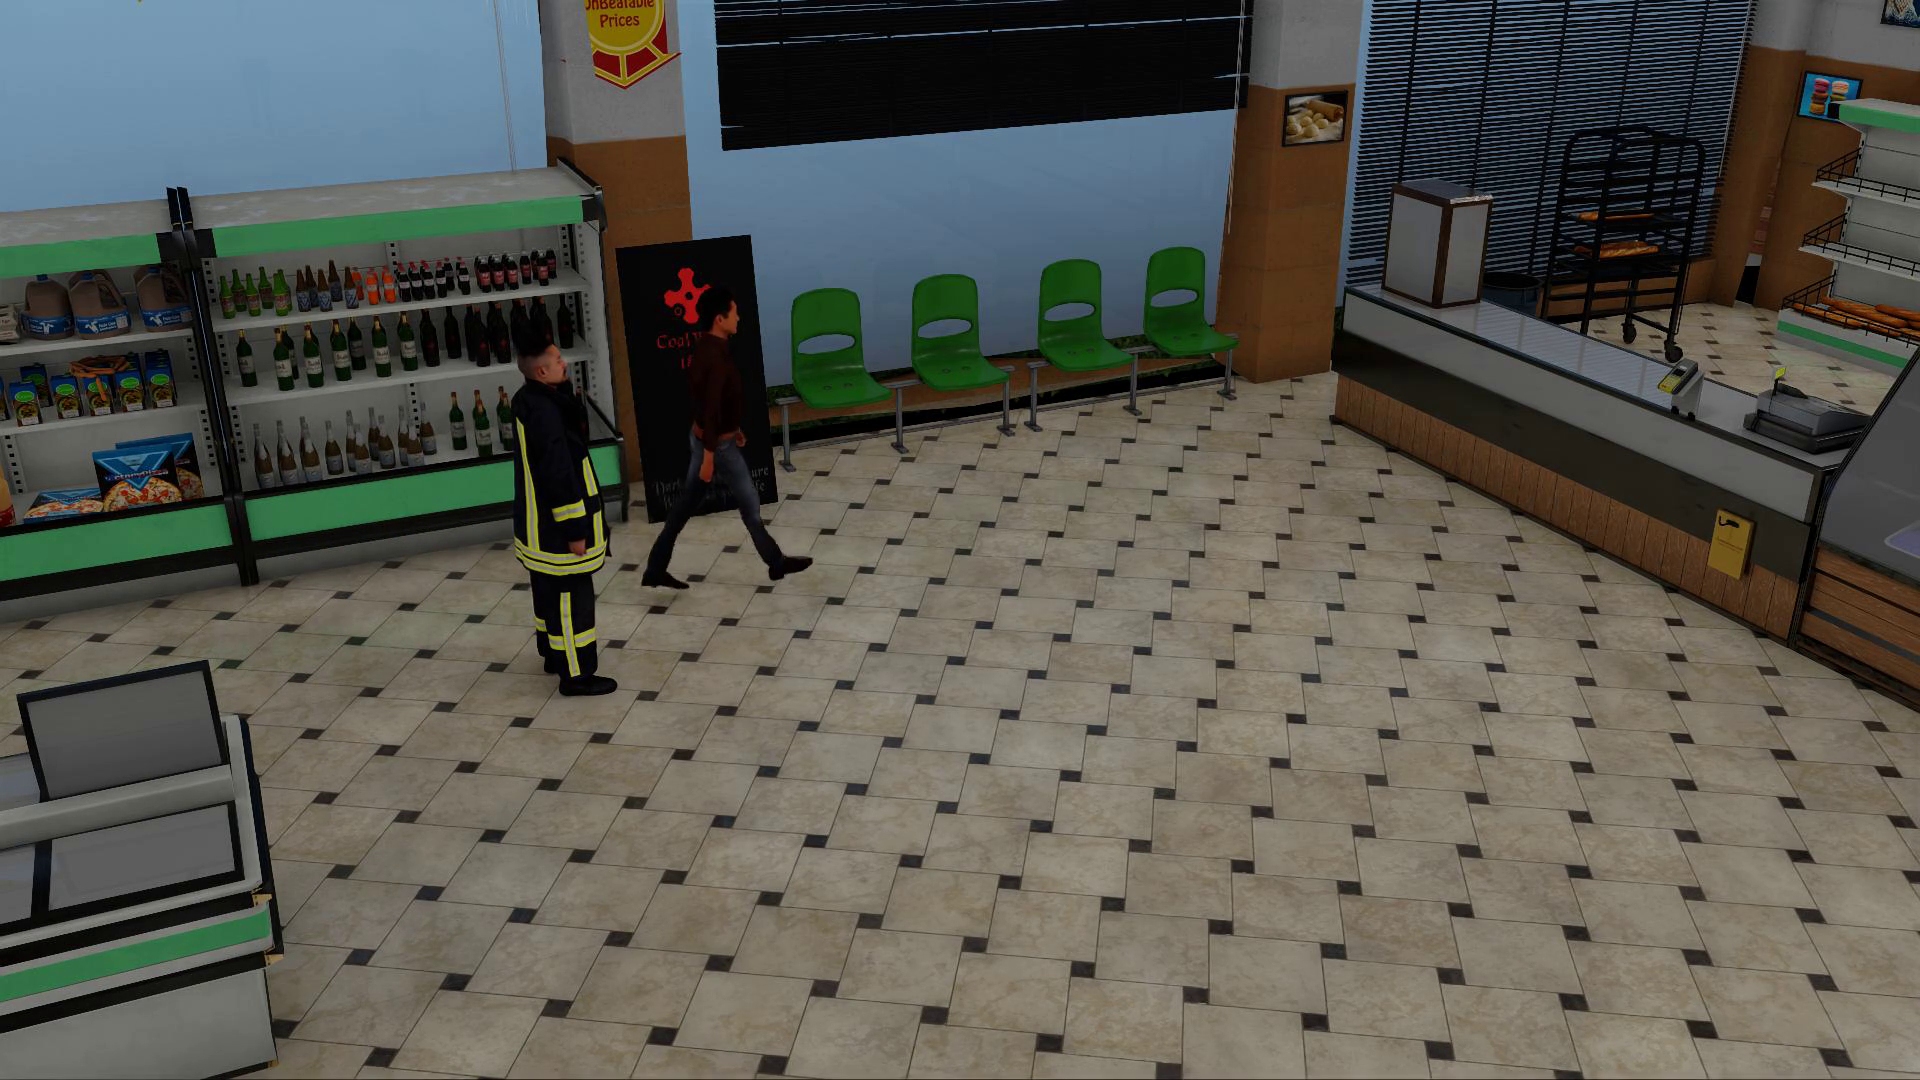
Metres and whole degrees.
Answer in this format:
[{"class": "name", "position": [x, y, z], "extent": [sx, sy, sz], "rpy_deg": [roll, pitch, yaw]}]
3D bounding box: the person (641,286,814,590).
[{"class": "person", "position": [-1.435, -0.478, 9.070], "extent": [1.239, 1.722, 0.759], "rpy_deg": [-7, 25, -16]}]

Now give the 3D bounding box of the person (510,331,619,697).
[{"class": "person", "position": [-1.974, -0.145, 8.134], "extent": [0.657, 1.861, 0.737], "rpy_deg": [-11, 26, -23]}]
